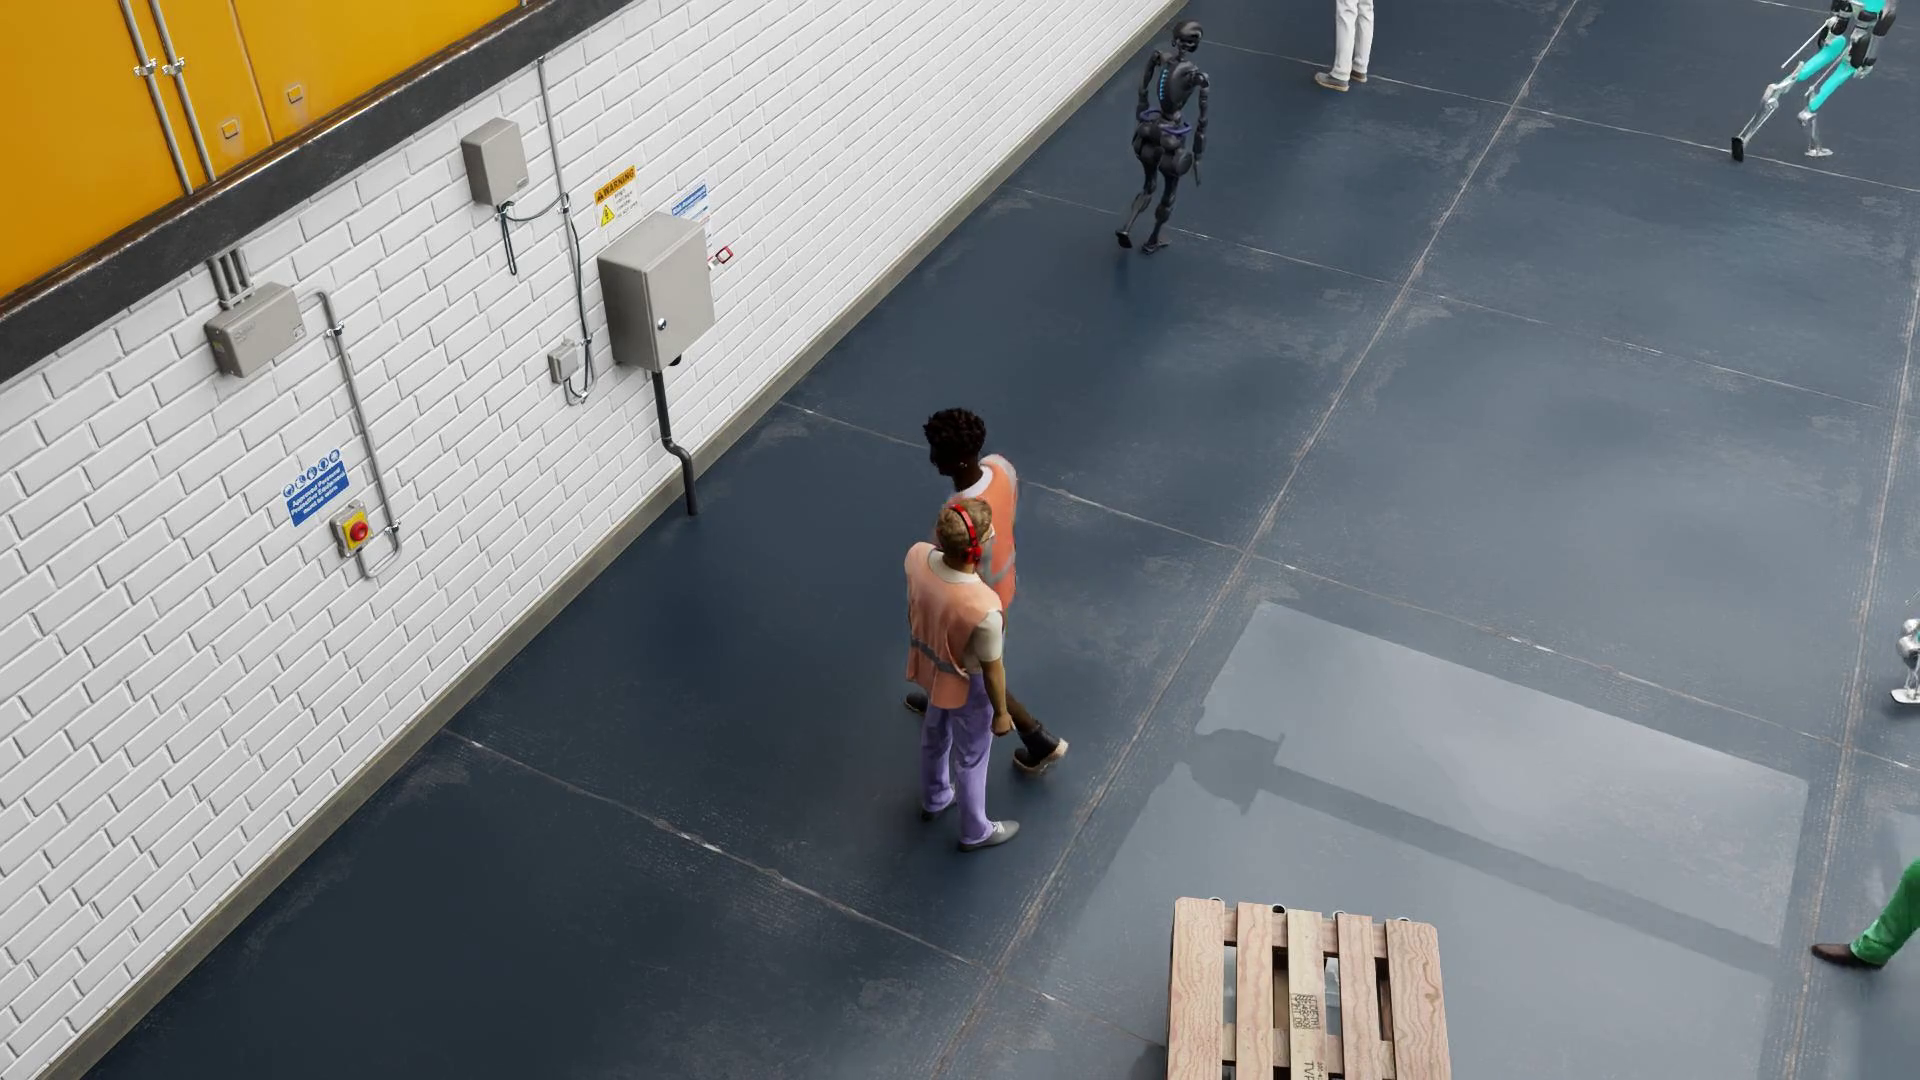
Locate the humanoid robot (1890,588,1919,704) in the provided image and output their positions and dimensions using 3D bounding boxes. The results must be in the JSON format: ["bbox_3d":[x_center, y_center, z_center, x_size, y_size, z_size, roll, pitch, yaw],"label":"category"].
[{"bbox_3d":[4.595,0.177,7.584,0.732,1.878,0.536,0,41,0],"label":"humanoid robot"}]

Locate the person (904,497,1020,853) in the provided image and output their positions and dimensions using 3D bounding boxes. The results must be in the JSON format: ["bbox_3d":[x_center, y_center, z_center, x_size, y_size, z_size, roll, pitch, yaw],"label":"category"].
[{"bbox_3d":[-0.010,0.588,6.948,0.389,1.847,0.563,-27,48,-28],"label":"person"}]

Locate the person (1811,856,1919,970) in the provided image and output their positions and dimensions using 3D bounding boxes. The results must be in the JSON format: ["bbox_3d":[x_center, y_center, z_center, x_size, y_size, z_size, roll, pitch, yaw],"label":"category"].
[{"bbox_3d":[4.007,1.166,6.307,0.831,1.810,0.522,10,42,12],"label":"person"}]

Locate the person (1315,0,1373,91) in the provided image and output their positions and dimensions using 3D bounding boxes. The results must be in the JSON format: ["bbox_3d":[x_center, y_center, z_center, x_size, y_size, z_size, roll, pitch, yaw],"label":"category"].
[{"bbox_3d":[3.028,-4.365,12.674,0.562,1.876,0.359,-29,49,-30],"label":"person"}]

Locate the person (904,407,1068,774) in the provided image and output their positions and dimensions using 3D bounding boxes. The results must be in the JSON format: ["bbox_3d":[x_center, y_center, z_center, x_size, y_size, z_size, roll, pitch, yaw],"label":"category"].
[{"bbox_3d":[0.115,0.245,7.286,0.821,1.932,0.635,15,43,16],"label":"person"}]

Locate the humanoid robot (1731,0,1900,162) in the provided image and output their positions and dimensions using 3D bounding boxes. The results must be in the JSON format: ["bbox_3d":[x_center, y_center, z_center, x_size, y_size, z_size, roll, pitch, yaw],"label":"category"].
[{"bbox_3d":[6.018,-3.458,11.740,0.942,1.768,0.543,-11,42,-12],"label":"humanoid robot"}]

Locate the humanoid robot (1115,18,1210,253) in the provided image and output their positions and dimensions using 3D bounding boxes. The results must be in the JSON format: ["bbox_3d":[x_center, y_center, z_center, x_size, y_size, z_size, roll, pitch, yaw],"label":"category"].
[{"bbox_3d":[1.292,-2.566,10.737,0.422,1.638,0.611,-32,50,-31],"label":"humanoid robot"}]
